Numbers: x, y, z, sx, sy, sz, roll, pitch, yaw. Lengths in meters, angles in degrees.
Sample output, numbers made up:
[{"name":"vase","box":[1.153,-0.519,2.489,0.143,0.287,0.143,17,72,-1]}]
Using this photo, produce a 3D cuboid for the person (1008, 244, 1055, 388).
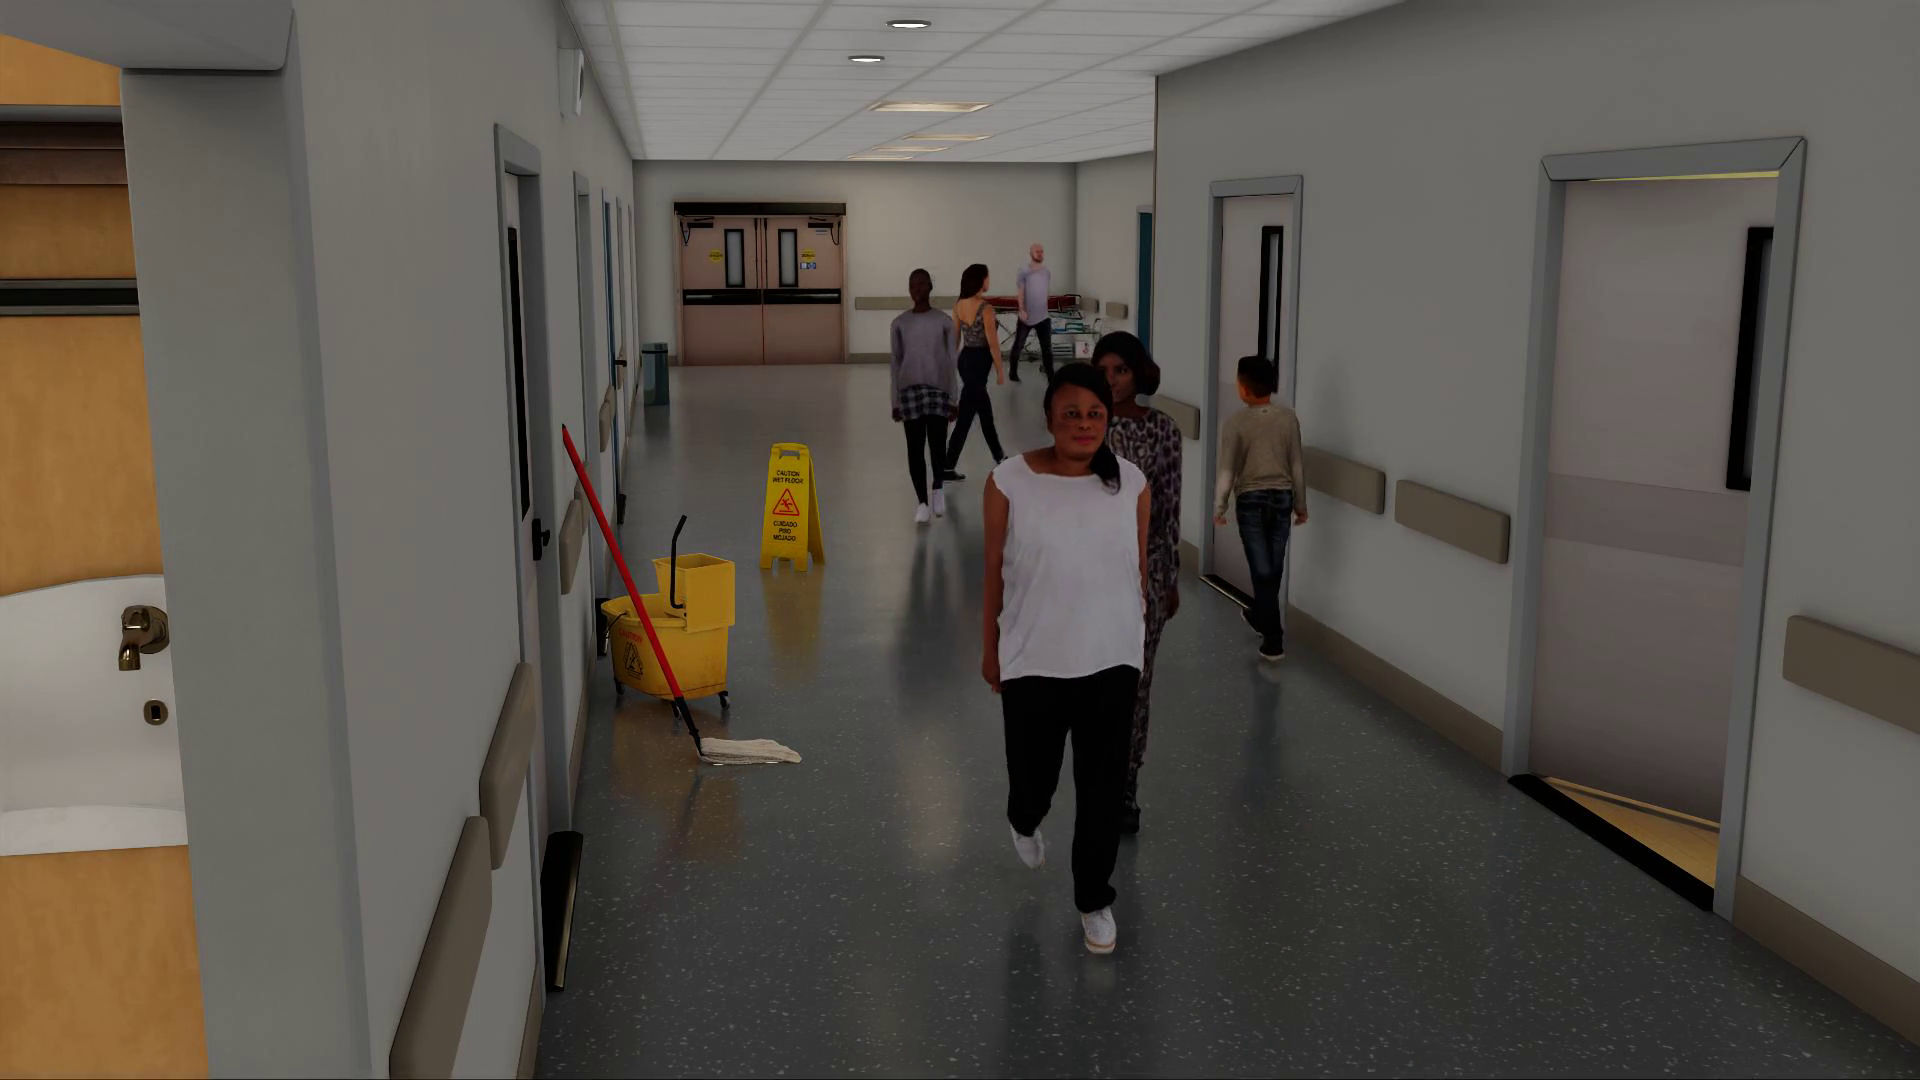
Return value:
[{"name":"person","box":[0.879,-2.835,21.225,0.929,1.786,1.327,-5,12,-27]}]

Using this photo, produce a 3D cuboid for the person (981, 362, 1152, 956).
[{"name":"person","box":[0.320,0.318,4.933,0.700,1.665,1.004,-1,11,-5]}]

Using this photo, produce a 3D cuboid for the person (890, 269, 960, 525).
[{"name":"person","box":[-0.229,-0.998,11.609,0.732,1.763,0.761,1,11,7]}]

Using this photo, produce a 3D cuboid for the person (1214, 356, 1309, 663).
[{"name":"person","box":[1.465,-0.127,7.882,0.571,1.441,0.884,-2,11,-9]}]

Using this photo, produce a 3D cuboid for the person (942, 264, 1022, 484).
[{"name":"person","box":[0.041,-1.294,13.262,1.022,1.728,1.134,-8,14,-37]}]

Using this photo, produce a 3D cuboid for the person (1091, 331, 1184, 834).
[{"name":"person","box":[0.565,0.129,5.841,0.771,1.697,1.025,1,11,7]}]
